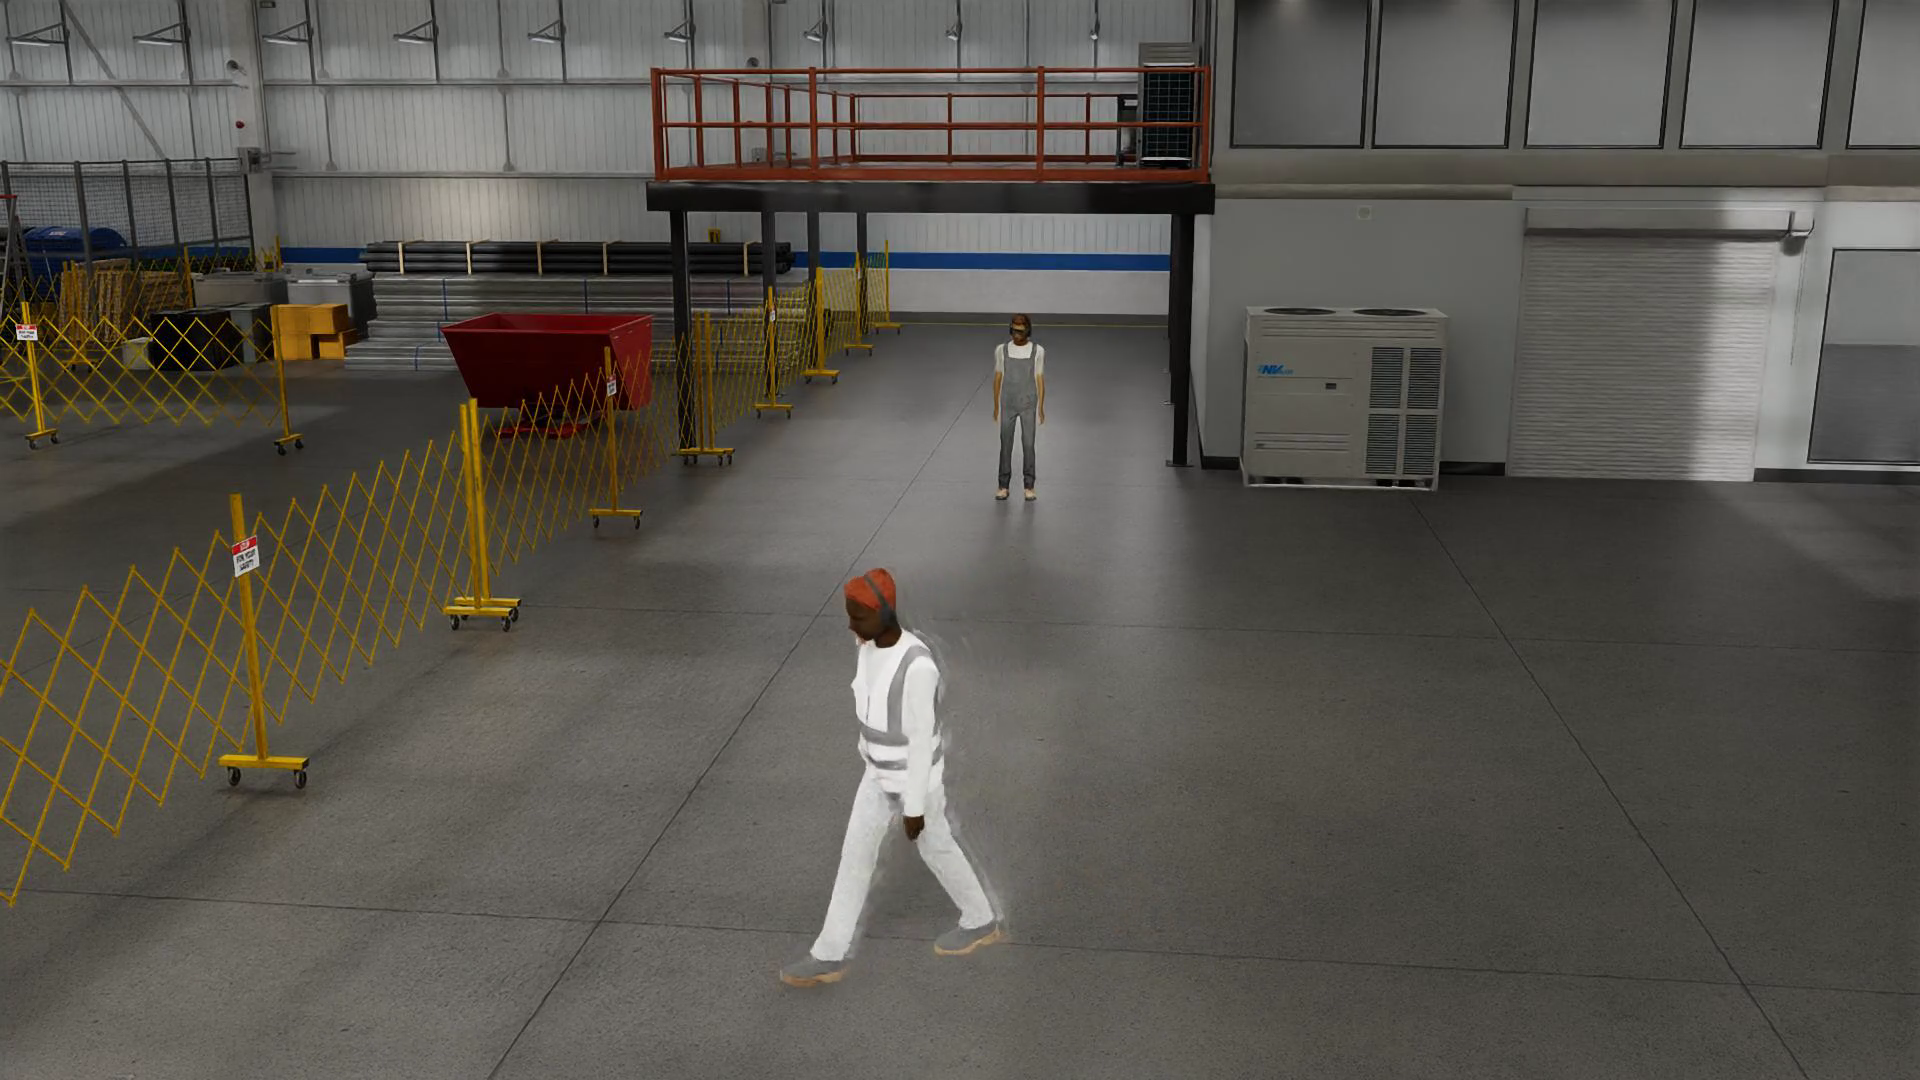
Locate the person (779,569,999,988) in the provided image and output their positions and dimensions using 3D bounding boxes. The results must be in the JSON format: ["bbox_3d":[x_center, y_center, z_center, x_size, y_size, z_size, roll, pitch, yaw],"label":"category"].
[{"bbox_3d":[-0.269,0.974,7.032,1.027,1.818,0.651,-9,16,-32],"label":"person"}]

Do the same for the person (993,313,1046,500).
[{"bbox_3d":[0.578,-1.297,16.263,0.504,1.839,0.344,1,14,5],"label":"person"}]
